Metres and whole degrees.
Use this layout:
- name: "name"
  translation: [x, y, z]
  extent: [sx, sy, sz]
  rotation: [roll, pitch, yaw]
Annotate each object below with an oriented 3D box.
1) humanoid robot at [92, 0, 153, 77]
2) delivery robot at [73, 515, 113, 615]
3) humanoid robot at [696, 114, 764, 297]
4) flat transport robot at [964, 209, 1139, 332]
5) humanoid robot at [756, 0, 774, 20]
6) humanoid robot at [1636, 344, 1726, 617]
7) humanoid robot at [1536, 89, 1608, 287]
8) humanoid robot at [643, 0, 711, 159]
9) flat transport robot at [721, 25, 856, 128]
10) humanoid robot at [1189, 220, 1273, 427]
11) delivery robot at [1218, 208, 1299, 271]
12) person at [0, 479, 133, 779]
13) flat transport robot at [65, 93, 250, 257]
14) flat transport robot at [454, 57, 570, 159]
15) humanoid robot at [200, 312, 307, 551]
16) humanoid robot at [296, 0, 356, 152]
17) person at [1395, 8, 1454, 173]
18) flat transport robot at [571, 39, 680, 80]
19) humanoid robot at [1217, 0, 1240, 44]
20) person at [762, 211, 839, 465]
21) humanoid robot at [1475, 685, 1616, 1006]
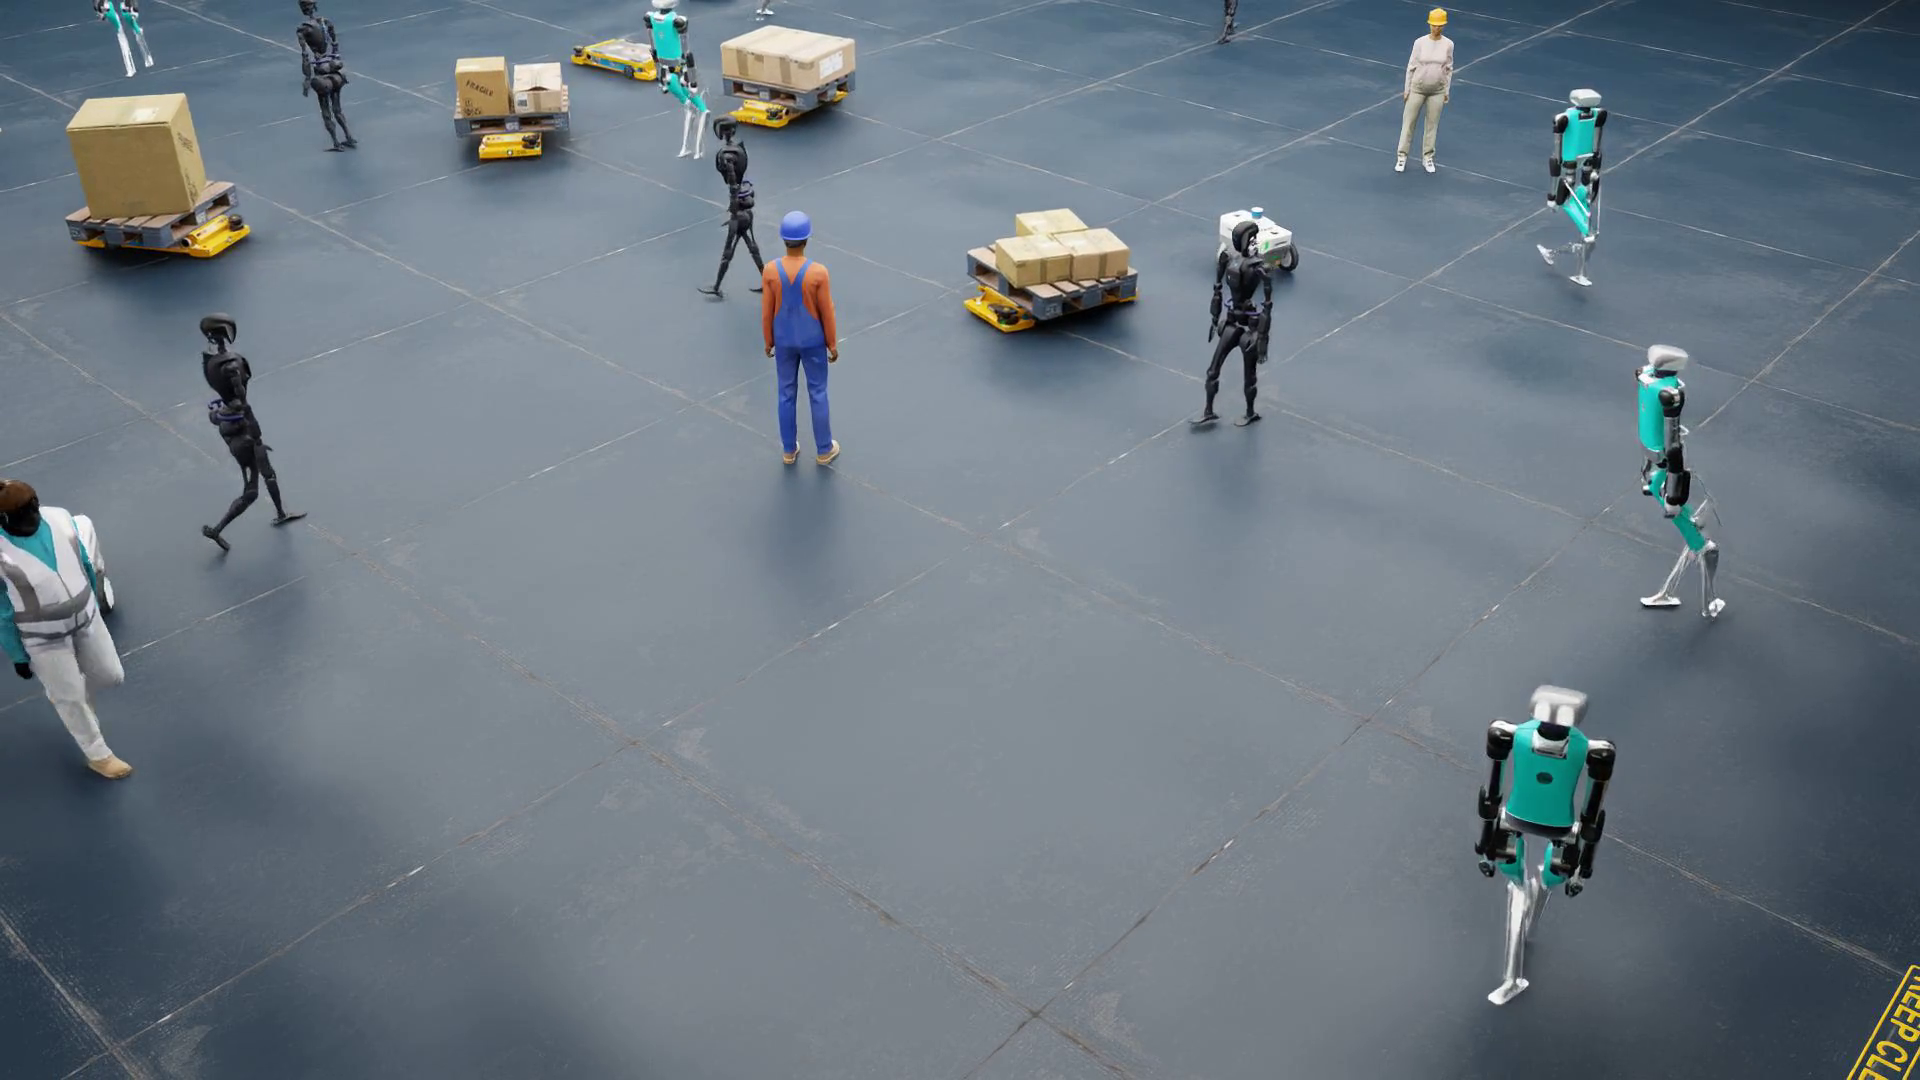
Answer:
- name: "humanoid robot"
  translation: [-10.252, -6.556, 20.397]
  extent: [0.565, 1.857, 0.865]
  rotation: [-4, 32, -6]
- name: "delivery robot"
  translation: [-5.713, 0.175, 10.606]
  extent: [0.499, 0.599, 0.784]
  rotation: [-11, 33, -17]
- name: "humanoid robot"
  translation: [-1.998, -2.920, 14.542]
  extent: [0.718, 1.630, 0.610]
  rotation: [-3, 32, -5]
- name: "flat transport robot"
  translation: [0.812, -2.163, 14.637]
  extent: [1.431, 0.231, 0.659]
  rotation: [-19, 36, -27]
- name: "humanoid robot"
  translation: [-2.720, -7.935, 22.535]
  extent: [0.745, 1.761, 0.534]
  rotation: [2, 32, 3]
- name: "humanoid robot"
  translation: [4.568, -0.339, 10.372]
  extent: [0.908, 1.832, 0.583]
  rotation: [1, 32, 2]
- name: "humanoid robot"
  translation: [5.503, -3.045, 14.660]
  extent: [0.531, 1.725, 1.018]
  rotation: [-12, 34, -19]
- name: "humanoid robot"
  translation: [-2.921, -4.912, 17.702]
  extent: [0.543, 1.828, 0.679]
  rotation: [17, 36, 25]
- name: "flat transport robot"
  translation: [-1.993, -5.137, 19.426]
  extent: [0.659, 0.231, 1.431]
  rotation: [17, 36, 26]
- name: "humanoid robot"
  translation: [2.063, -1.569, 12.362]
  extent: [0.624, 1.638, 0.589]
  rotation: [-24, 39, -34]
- name: "delivery robot"
  translation: [2.729, -2.749, 15.315]
  extent: [0.505, 0.599, 0.770]
  rotation: [-18, 36, -26]
- name: "person"
  translation: [-4.873, 0.465, 8.930]
  extent: [0.538, 1.827, 0.629]
  rotation: [16, 35, 24]
- name: "flat transport robot"
  translation: [-7.638, -2.951, 15.906]
  extent: [1.431, 0.231, 0.659]
  rotation: [7, 33, 11]
- name: "flat transport robot"
  translation: [-4.948, -4.576, 18.523]
  extent: [0.659, 0.231, 1.431]
  rotation: [-6, 32, -10]
- name: "humanoid robot"
  translation: [-4.848, -0.739, 11.042]
  extent: [0.710, 1.631, 0.608]
  rotation: [-23, 38, -32]
- name: "humanoid robot"
  translation: [-6.850, -5.027, 17.915]
  extent: [0.327, 1.648, 0.612]
  rotation: [12, 34, 18]
- name: "person"
  translation: [4.866, -4.681, 17.337]
  extent: [0.469, 1.697, 0.314]
  rotation: [2, 32, 4]
- name: "flat transport robot"
  translation: [-4.152, -6.038, 20.878]
  extent: [1.431, 0.231, 0.659]
  rotation: [21, 38, 30]
- name: "humanoid robot"
  translation: [3.602, -7.373, 21.718]
  extent: [0.589, 1.627, 0.754]
  rotation: [22, 38, 31]
- name: "person"
  translation: [-1.142, -1.430, 11.903]
  extent: [0.534, 1.908, 0.370]
  rotation: [3, 32, 5]
- name: "humanoid robot"
  translation: [2.666, 1.323, 7.712]
  extent: [0.564, 1.856, 0.794]
  rotation: [12, 34, 19]
